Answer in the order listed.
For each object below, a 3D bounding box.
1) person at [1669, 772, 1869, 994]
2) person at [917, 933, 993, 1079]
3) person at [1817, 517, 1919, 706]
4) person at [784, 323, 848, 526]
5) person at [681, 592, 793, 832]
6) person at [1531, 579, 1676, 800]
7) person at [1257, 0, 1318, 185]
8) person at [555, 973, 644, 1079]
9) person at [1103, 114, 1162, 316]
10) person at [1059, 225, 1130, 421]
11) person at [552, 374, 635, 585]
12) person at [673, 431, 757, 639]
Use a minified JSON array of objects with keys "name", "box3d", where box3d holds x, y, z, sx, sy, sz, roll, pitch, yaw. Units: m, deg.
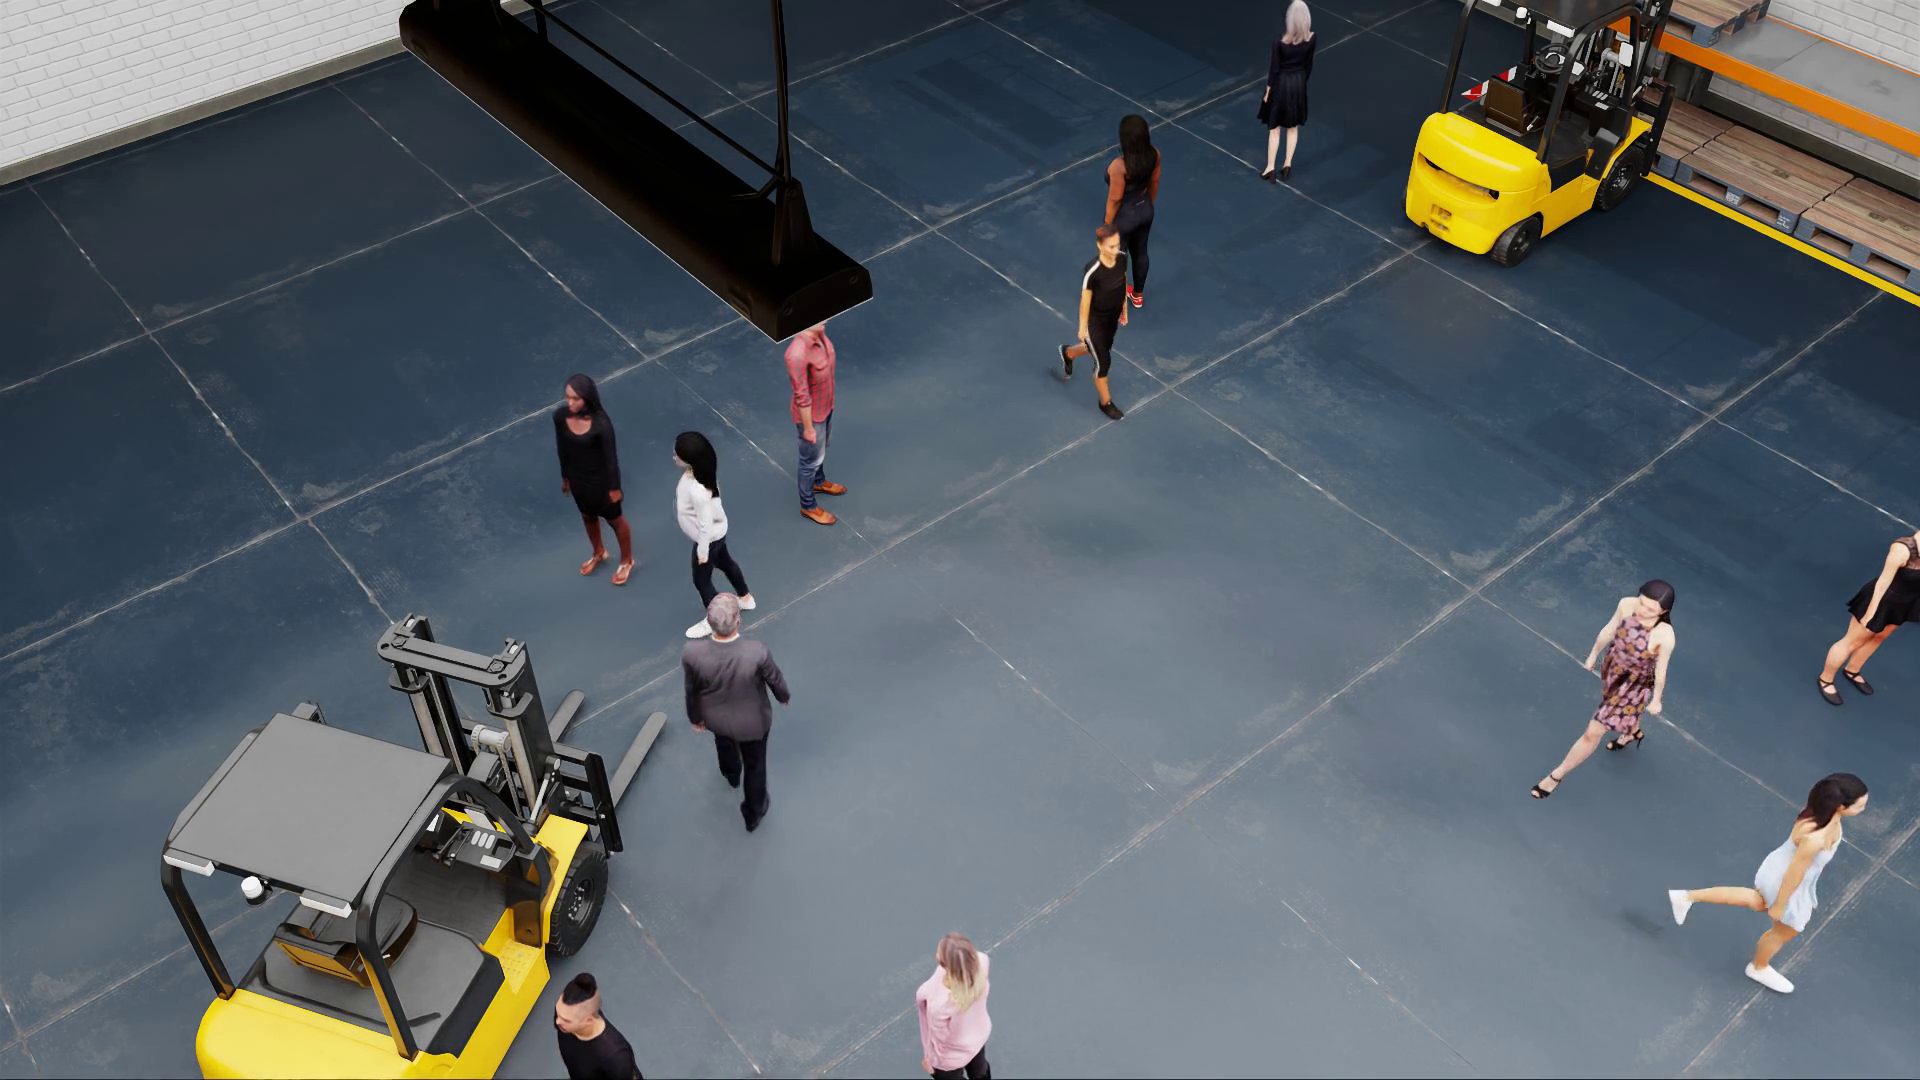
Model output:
[{"name":"person","box3d":[4.359,1.780,8.946,1.079,1.710,0.777,24,48,23]},{"name":"person","box3d":[-0.004,2.468,8.241,0.601,1.687,0.637,29,51,27]},{"name":"person","box3d":[5.839,0.373,10.447,0.652,1.677,0.656,-15,46,-15]},{"name":"person","box3d":[-1.043,-0.944,11.715,0.787,1.835,0.755,7,44,7]},{"name":"person","box3d":[-1.298,1.045,9.635,0.970,1.824,1.029,5,44,5]},{"name":"person","box3d":[4.017,0.847,9.929,0.918,1.706,1.164,-15,46,-15]},{"name":"person","box3d":[2.954,-4.043,15.031,0.685,1.749,0.699,-10,45,-10]},{"name":"person","box3d":[-1.689,2.615,7.958,0.757,1.864,0.534,-34,53,-31]},{"name":"person","box3d":[1.369,-2.635,13.503,0.672,1.817,0.624,-26,49,-25]},{"name":"person","box3d":[1.019,-1.731,12.679,0.620,1.645,1.009,-33,52,-30]},{"name":"person","box3d":[-2.466,-0.420,11.247,0.595,1.722,0.736,18,47,18]},{"name":"person","box3d":[-1.660,-0.044,10.876,0.857,1.689,0.806,-3,44,-3]}]
